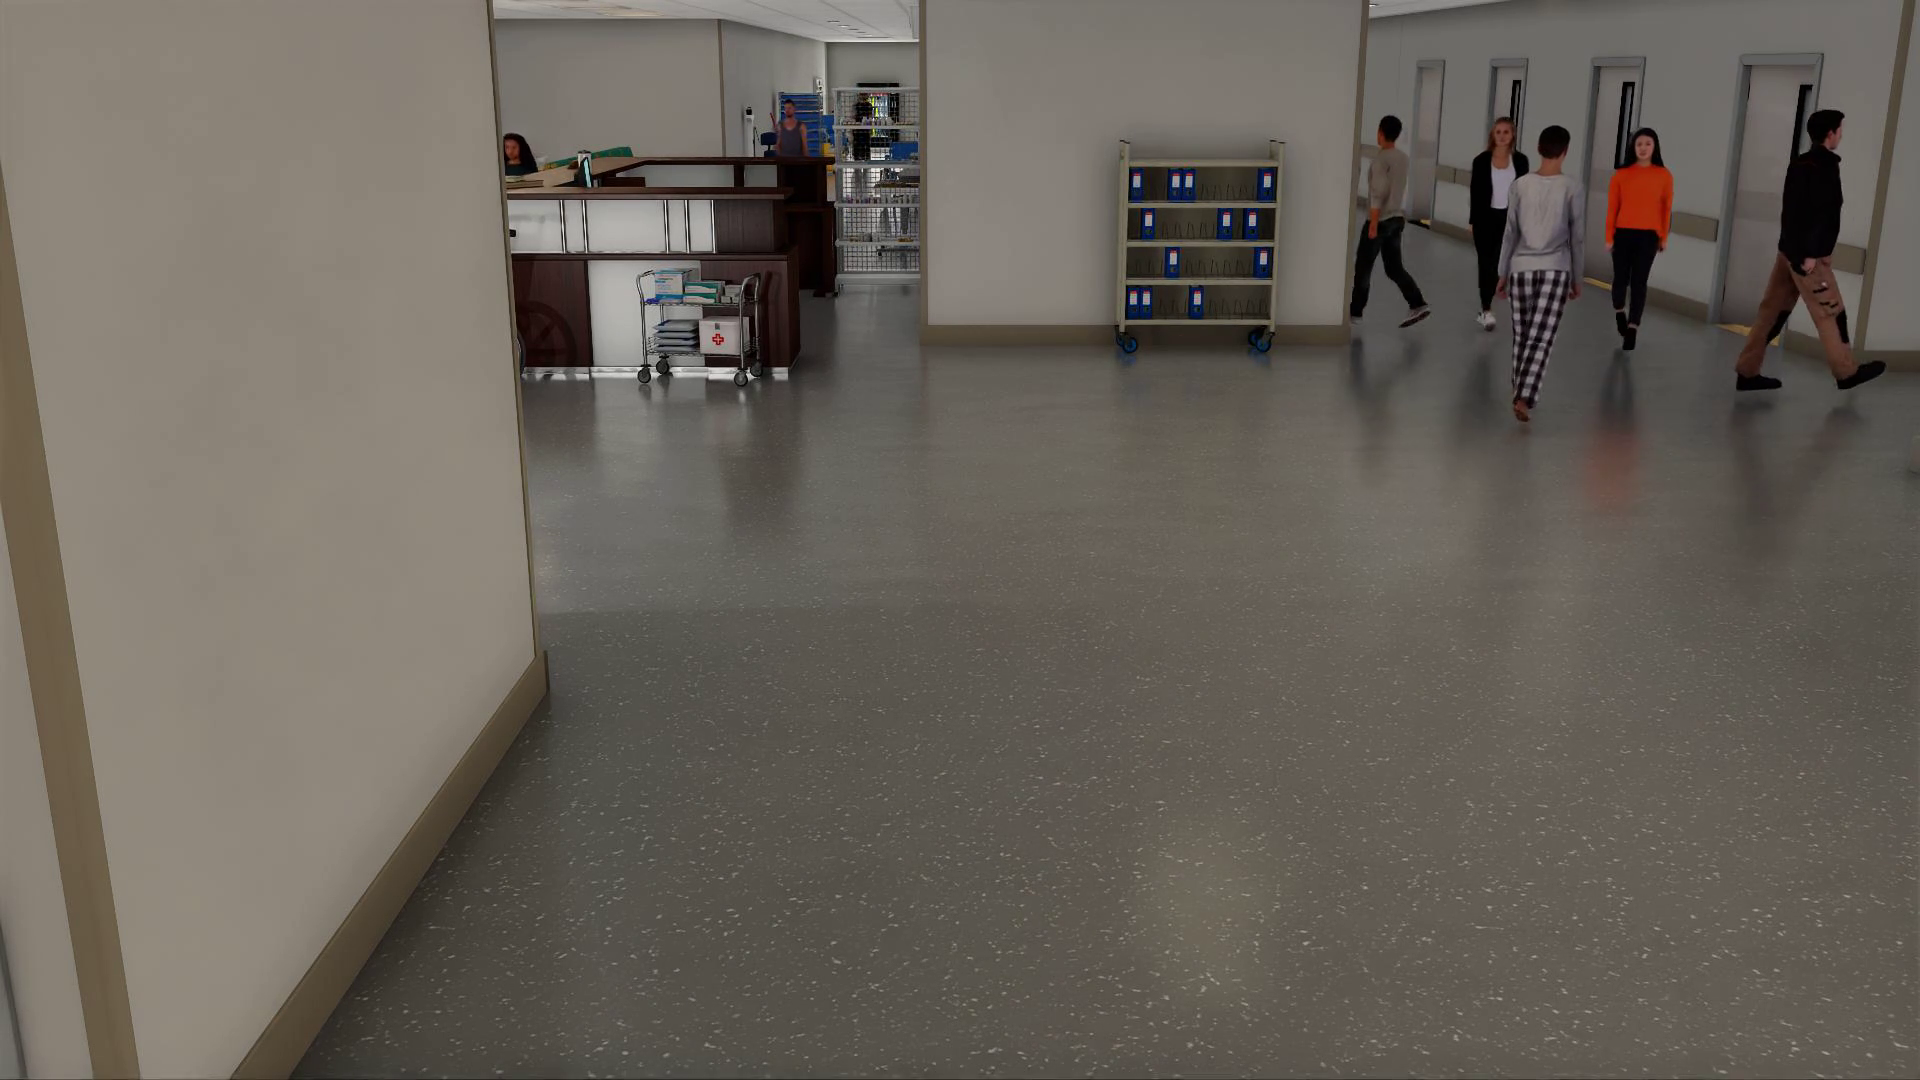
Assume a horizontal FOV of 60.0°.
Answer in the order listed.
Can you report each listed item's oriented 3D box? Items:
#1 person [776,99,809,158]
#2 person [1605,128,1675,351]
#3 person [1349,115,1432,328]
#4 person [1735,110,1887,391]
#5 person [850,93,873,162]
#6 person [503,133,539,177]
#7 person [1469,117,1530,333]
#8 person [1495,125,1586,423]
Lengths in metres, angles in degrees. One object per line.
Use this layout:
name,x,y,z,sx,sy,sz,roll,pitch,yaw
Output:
person,-2.513,-5.712,25.112,0.711,1.837,0.764,3,16,10
person,5.395,-2.381,13.277,1.187,1.702,1.003,7,17,22
person,3.741,-2.700,14.275,1.188,1.773,1.125,13,21,39
person,5.594,-1.886,11.204,1.195,1.873,0.750,-1,16,-2
person,-2.311,-9.467,38.360,0.754,1.729,0.847,-8,18,-27
person,-4.190,-3.038,15.802,0.693,1.595,0.646,1,16,2
person,4.543,-2.656,14.142,1.015,1.760,0.739,1,16,3
person,3.598,-1.614,10.365,1.191,1.804,1.109,10,18,30
